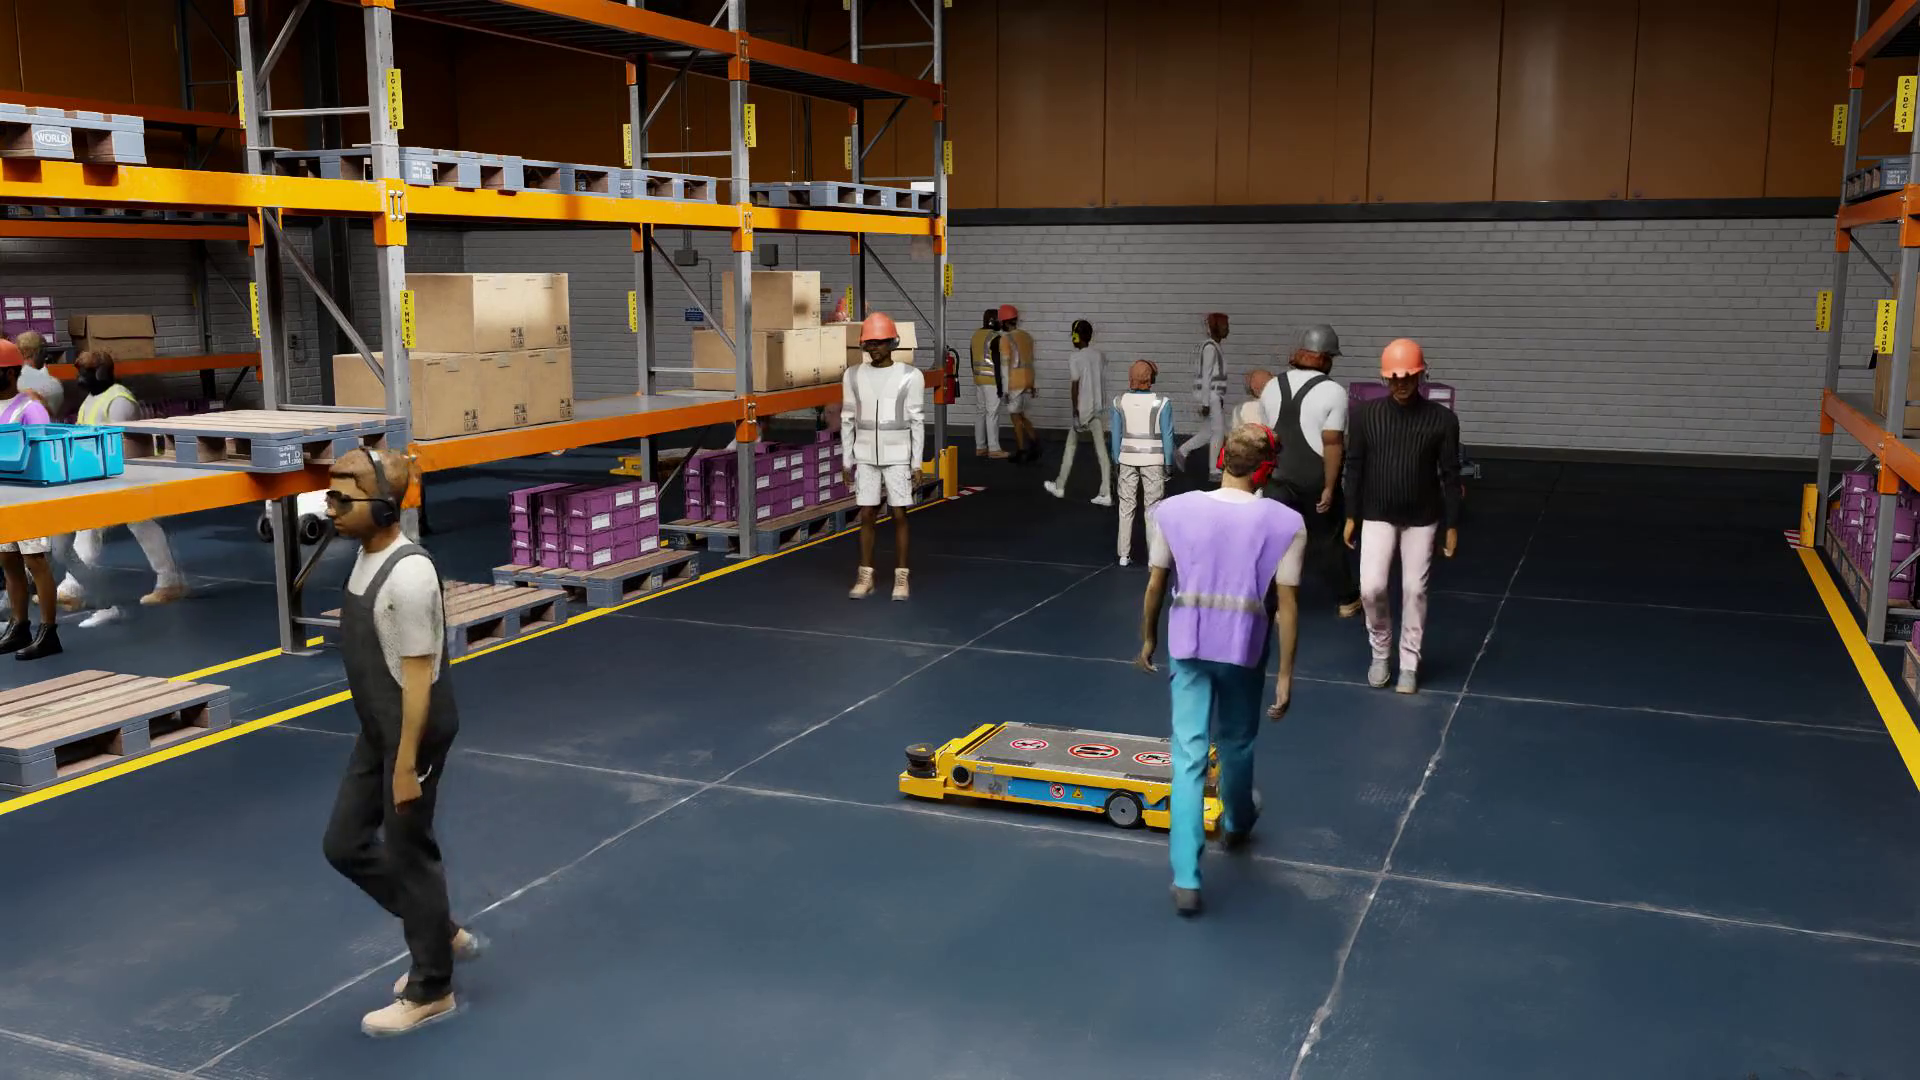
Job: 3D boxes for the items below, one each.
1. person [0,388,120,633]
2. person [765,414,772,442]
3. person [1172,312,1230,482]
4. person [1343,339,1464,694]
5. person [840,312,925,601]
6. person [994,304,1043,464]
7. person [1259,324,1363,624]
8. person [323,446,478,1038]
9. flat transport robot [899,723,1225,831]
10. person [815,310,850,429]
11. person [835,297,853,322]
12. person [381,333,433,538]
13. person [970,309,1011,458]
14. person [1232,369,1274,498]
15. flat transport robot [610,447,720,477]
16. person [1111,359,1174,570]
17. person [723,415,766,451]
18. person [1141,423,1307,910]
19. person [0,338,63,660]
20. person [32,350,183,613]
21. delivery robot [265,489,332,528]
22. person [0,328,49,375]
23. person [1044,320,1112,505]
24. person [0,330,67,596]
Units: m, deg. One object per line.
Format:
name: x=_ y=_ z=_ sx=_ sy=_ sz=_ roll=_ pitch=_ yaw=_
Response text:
person: x=-5.940 y=-0.189 z=10.757 sx=0.852 sy=1.588 sz=0.499 roll=-7 pitch=12 yaw=-36
person: x=-2.124 y=-1.448 z=17.918 sx=0.670 sy=1.735 sz=0.535 roll=-7 pitch=12 yaw=-37
person: x=2.687 y=-1.564 z=18.247 sx=0.655 sy=1.866 sz=0.585 roll=2 pitch=10 yaw=12
person: x=2.435 y=-0.119 z=9.163 sx=0.655 sy=1.969 sz=0.461 roll=3 pitch=10 yaw=17
person: x=-0.556 y=-0.581 z=11.755 sx=0.613 sy=2.041 sz=0.387 roll=2 pitch=10 yaw=12
person: x=0.656 y=-1.856 z=19.903 sx=0.523 sy=1.906 sz=0.557 roll=7 pitch=12 yaw=37
person: x=2.314 y=-0.461 z=11.032 sx=0.693 sy=2.000 sz=1.004 roll=9 pitch=13 yaw=44
person: x=-1.751 y=0.623 z=5.089 sx=0.401 sy=1.830 sz=0.537 roll=-6 pitch=11 yaw=-34
flat transport robot: x=0.512 y=1.023 z=7.392 sx=1.431 sy=0.197 sz=0.652 roll=4 pitch=10 yaw=22
person: x=-1.203 y=-1.515 z=17.883 sx=0.681 sy=1.883 sz=0.657 roll=-5 pitch=11 yaw=-30
person: x=-1.275 y=-1.774 z=19.115 sx=0.610 sy=1.996 sz=0.906 roll=8 pitch=12 yaw=39
person: x=-4.876 y=-0.977 z=14.475 sx=0.552 sy=1.935 sz=0.368 roll=-3 pitch=10 yaw=-15
person: x=0.378 y=-1.937 z=20.598 sx=0.430 sy=1.838 sz=0.624 roll=-5 pitch=11 yaw=-30
person: x=2.325 y=-0.507 z=12.699 sx=0.529 sy=1.581 sz=0.904 roll=9 pitch=13 yaw=42
flat transport robot: x=-3.273 y=-0.895 z=19.016 sx=0.652 sy=0.197 sz=1.431 roll=5 pitch=11 yaw=30
person: x=1.423 y=-0.585 z=12.996 sx=0.515 sy=1.643 sz=0.309 roll=5 pitch=11 yaw=27
person: x=-2.293 y=-1.435 z=17.426 sx=0.596 sy=1.880 sz=0.674 roll=-7 pitch=12 yaw=-36
person: x=0.994 y=0.440 z=6.366 sx=0.634 sy=1.773 sz=1.017 roll=2 pitch=10 yaw=11
person: x=-5.715 y=-0.244 z=10.033 sx=0.545 sy=1.938 sz=0.356 roll=4 pitch=10 yaw=25
person: x=-5.858 y=-0.397 z=11.409 sx=0.638 sy=1.794 sz=0.952 roll=7 pitch=12 yaw=38
delivery robot: x=-5.636 y=-0.314 z=14.350 sx=0.477 sy=0.478 sz=0.707 roll=3 pitch=10 yaw=20
person: x=-7.736 y=-0.813 z=13.612 sx=0.666 sy=1.896 sz=0.807 roll=-5 pitch=11 yaw=-28
person: x=1.208 y=-1.280 z=16.656 sx=0.494 sy=1.816 sz=0.981 roll=-6 pitch=11 yaw=-31
person: x=-6.679 y=-0.534 z=11.875 sx=0.667 sy=1.910 sz=0.495 roll=2 pitch=10 yaw=13
